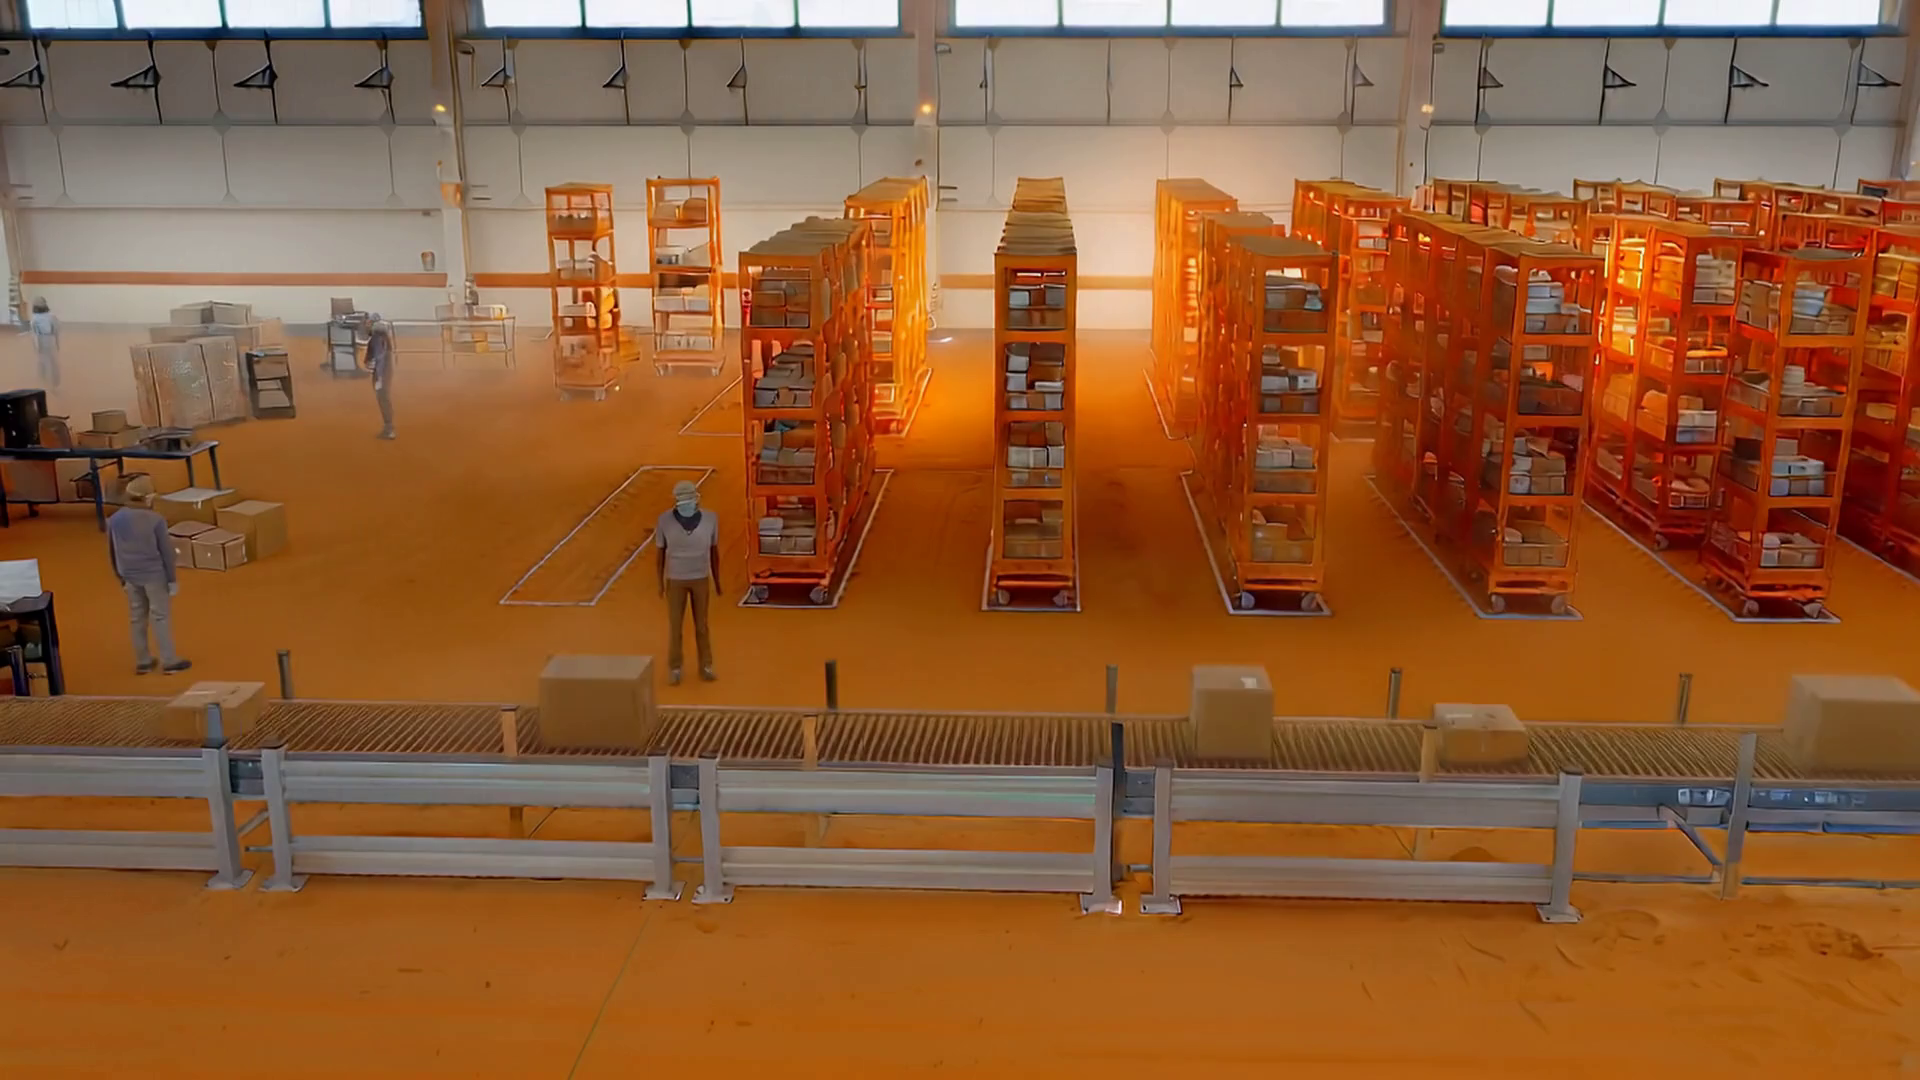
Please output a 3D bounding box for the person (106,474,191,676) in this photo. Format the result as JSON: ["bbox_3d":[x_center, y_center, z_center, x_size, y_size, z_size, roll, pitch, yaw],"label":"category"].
[{"bbox_3d":[-7.274,0.313,14.904,0.594,1.832,0.403,4,15,13],"label":"person"}]

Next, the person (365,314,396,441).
[{"bbox_3d":[-8.722,-2.453,25.032,0.410,1.909,0.643,-3,15,-13],"label":"person"}]

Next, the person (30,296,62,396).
[{"bbox_3d":[-15.760,-3.336,28.645,0.594,1.718,0.496,9,18,31],"label":"person"}]

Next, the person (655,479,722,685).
[{"bbox_3d":[-2.398,0.355,14.720,0.563,1.847,0.389,-5,16,-18],"label":"person"}]

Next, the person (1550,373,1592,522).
[{"bbox_3d":[7.418,-1.167,20.427,0.596,1.817,0.641,0,15,1],"label":"person"}]
